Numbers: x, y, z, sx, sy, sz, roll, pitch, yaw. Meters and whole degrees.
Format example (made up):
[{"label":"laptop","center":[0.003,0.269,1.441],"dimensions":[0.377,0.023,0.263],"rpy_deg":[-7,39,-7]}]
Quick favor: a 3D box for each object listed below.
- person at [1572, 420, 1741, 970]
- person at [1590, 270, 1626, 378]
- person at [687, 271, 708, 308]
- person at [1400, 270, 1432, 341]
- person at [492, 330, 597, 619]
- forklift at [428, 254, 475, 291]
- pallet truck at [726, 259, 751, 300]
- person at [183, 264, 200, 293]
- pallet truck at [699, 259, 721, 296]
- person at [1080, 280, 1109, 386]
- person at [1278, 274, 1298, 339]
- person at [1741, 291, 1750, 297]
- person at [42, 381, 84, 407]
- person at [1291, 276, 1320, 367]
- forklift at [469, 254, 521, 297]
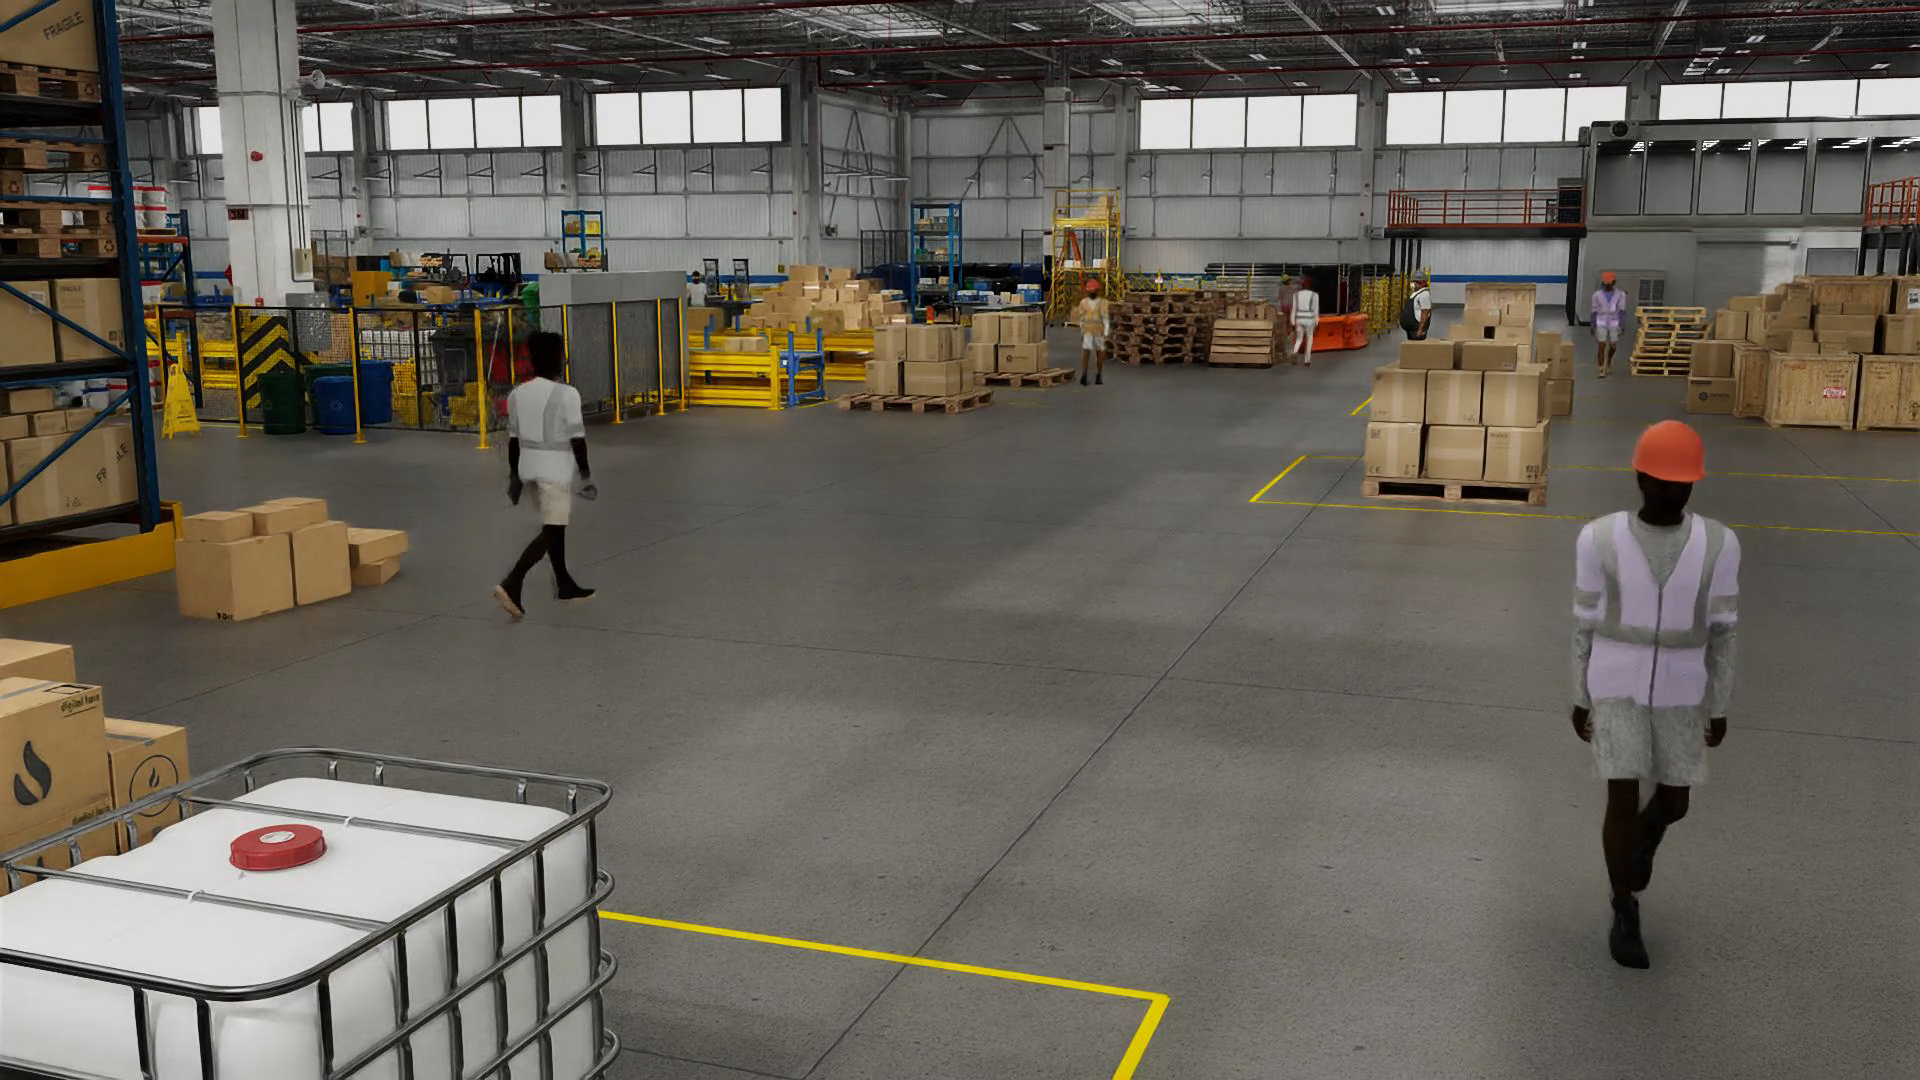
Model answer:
[{"label":"person","center":[2.457,0.508,5.952],"dimensions":[0.543,1.917,0.692],"rpy_deg":[3,10,14]},{"label":"person","center":[12.205,-4.062,31.355],"dimensions":[0.638,2.025,0.454],"rpy_deg":[3,11,18]},{"label":"person","center":[-6.623,-5.853,41.933],"dimensions":[0.550,1.850,0.508],"rpy_deg":[0,10,1]},{"label":"person","center":[8.365,-3.932,30.583],"dimensions":[0.538,2.000,0.684],"rpy_deg":[0,10,0]},{"label":"person","center":[-2.865,-0.451,11.283],"dimensions":[0.596,1.938,0.920],"rpy_deg":[7,12,36]},{"label":"forklift","center":[-20.133,-10.254,65.465],"dimensions":[1.157,1.987,2.680],"rpy_deg":[3,11,19]},{"label":"pallet truck","center":[-7.986,-9.493,62.019],"dimensions":[0.823,1.965,1.885],"rpy_deg":[3,11,17]},{"label":"person","center":[-28.244,-9.267,61.257],"dimensions":[0.618,1.811,0.580],"rpy_deg":[4,11,21]},{"label":"pallet truck","center":[-9.165,-9.627,62.776],"dimensions":[0.823,1.965,1.885],"rpy_deg":[4,11,23]},{"label":"person","center":[2.387,-3.682,29.645],"dimensions":[0.556,1.874,1.018],"rpy_deg":[3,10,15]},{"label":"person","center":[8.777,-6.241,44.461],"dimensions":[0.564,1.720,0.460],"rpy_deg":[2,10,12]},{"label":"person","center":[27.545,-8.750,58.205],"dimensions":[0.659,1.861,0.995],"rpy_deg":[-4,11,-19]},{"label":"person","center":[-11.332,-2.030,20.976],"dimensions":[0.893,1.646,0.542],"rpy_deg":[4,11,24]},{"label":"person","center":[7.049,-4.452,33.991],"dimensions":[0.573,1.868,0.497],"rpy_deg":[7,12,33]},{"label":"forklift","center":[-17.990,-10.121,64.684],"dimensions":[1.157,1.987,2.680],"rpy_deg":[3,11,17]}]
